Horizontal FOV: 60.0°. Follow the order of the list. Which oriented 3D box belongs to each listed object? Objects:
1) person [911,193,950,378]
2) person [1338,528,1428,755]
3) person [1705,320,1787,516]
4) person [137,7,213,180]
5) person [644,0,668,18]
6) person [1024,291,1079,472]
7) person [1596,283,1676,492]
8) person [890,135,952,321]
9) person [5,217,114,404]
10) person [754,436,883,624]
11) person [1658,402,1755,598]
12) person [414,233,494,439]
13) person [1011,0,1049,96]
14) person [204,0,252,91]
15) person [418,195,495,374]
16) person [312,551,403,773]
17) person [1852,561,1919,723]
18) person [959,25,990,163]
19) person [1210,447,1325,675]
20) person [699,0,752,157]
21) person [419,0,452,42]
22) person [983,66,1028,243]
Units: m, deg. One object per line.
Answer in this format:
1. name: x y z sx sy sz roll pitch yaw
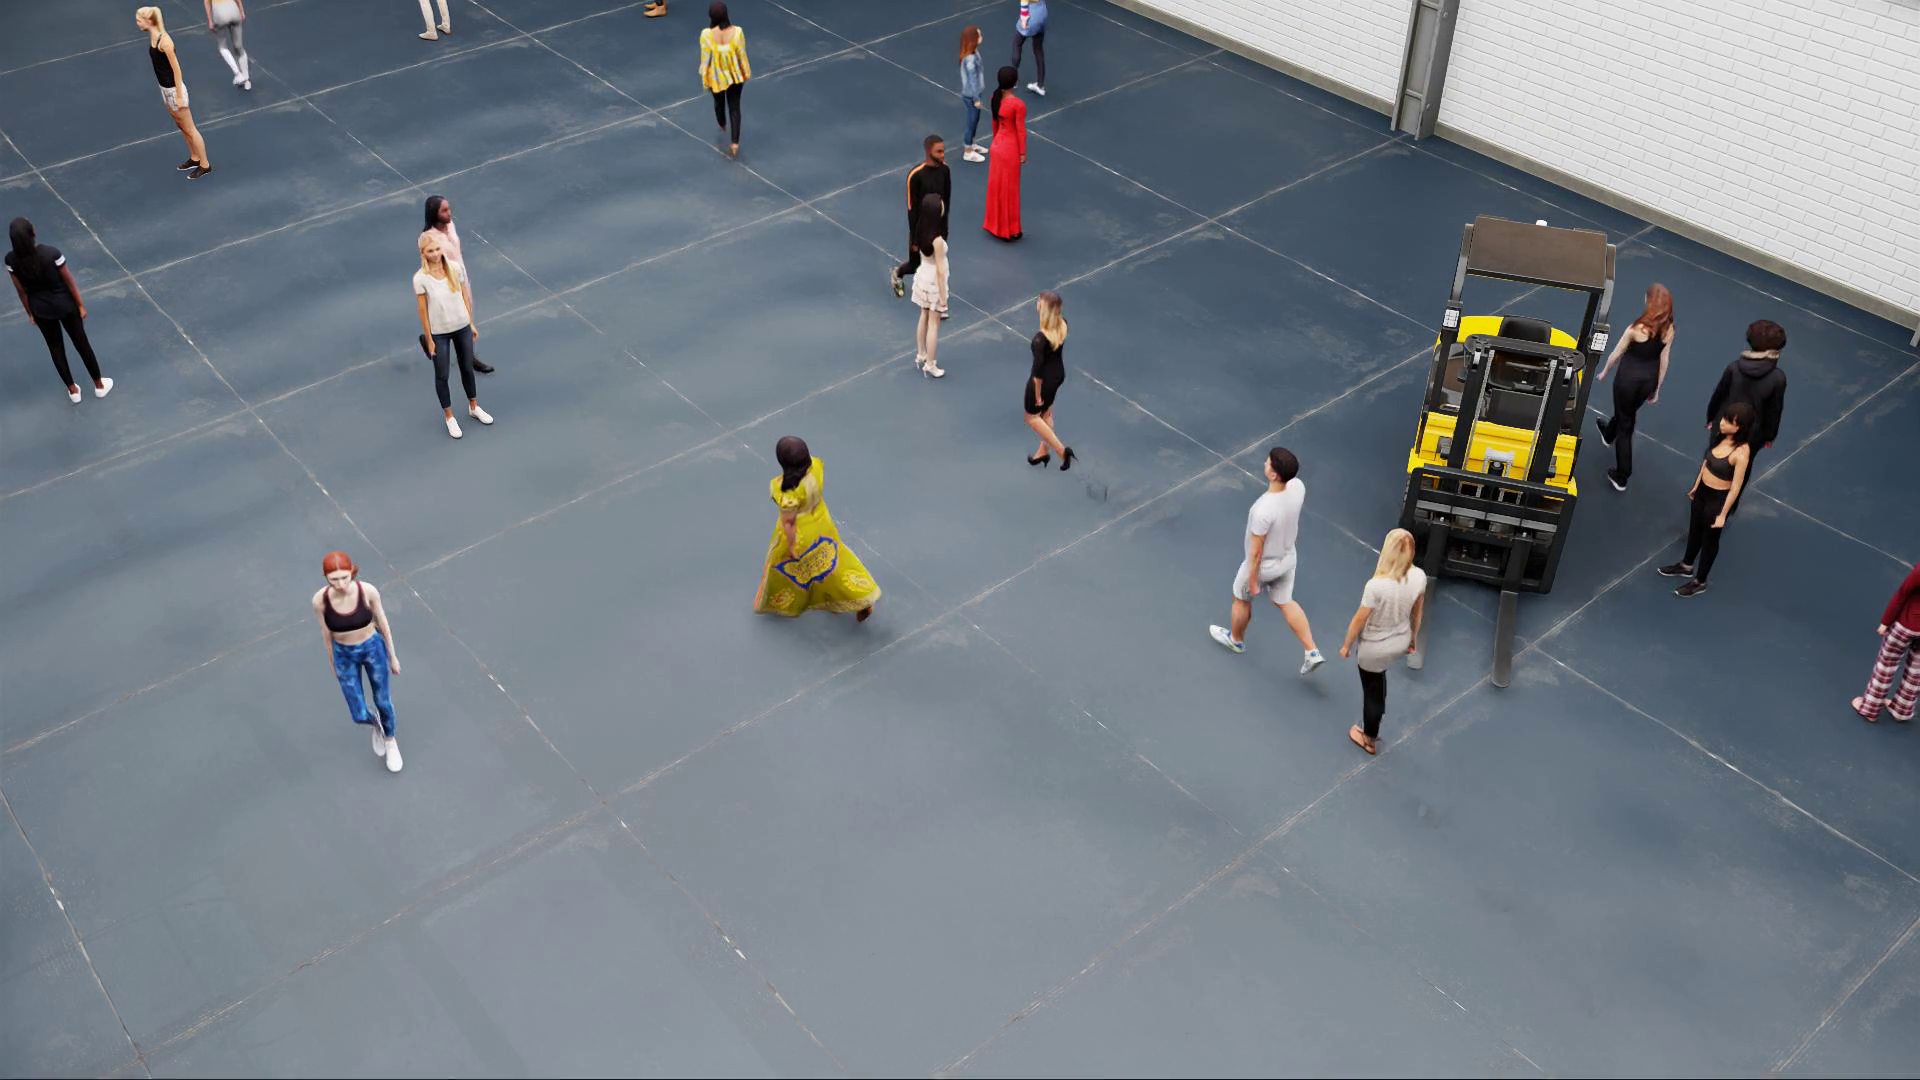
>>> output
1. person: -0.263 -2.198 14.410 0.669 1.734 0.526 -18 42 -21
2. person: 2.770 0.731 10.676 0.706 1.817 0.688 -15 41 -18
3. person: 5.913 -0.806 12.662 1.139 1.740 0.995 23 44 26
4. person: -8.280 -4.745 17.510 0.677 1.846 0.444 -27 46 -30
5. person: -3.936 -7.537 21.113 0.751 1.711 0.658 -2 39 -3
6. person: 0.745 -1.216 13.236 0.794 1.664 0.647 25 45 28
7. person: 5.360 -1.158 13.131 0.930 1.704 1.114 -4 39 -5
8. person: -0.343 -2.886 15.220 0.706 1.797 0.966 -19 43 -23
9. person: -7.684 -1.959 14.116 0.694 1.728 0.701 -11 40 -14
10. person: -1.033 -0.030 11.788 1.235 1.628 0.951 22 43 25
11. person: 5.503 -0.305 12.114 0.704 1.642 0.595 -6 39 -7
12. person: -4.231 -1.720 13.752 0.592 1.809 0.496 -28 46 -30
13. person: 0.902 -5.993 19.116 0.681 1.791 0.869 -30 47 -32
14. person: -8.458 -6.022 19.229 0.589 1.696 0.572 -27 46 -29
15. person: -4.493 -2.188 14.419 1.004 1.706 0.903 9 39 11
16. person: -3.856 0.729 10.722 0.684 1.773 0.751 -12 40 -14
17. person: 6.370 0.532 11.018 0.682 1.701 0.706 -2 39 -2
18. person: 0.118 -4.793 17.867 0.719 1.476 0.656 2 39 2
19. person: 2.195 0.174 11.361 0.660 1.833 1.115 -29 47 -31
20. person: -2.520 -4.945 17.950 1.008 1.608 1.182 -8 39 -9
21. person: -6.631 -7.106 20.465 0.639 1.847 0.708 23 44 26
22. person: 0.446 -3.803 16.386 0.661 1.786 0.520 -28 47 -31
